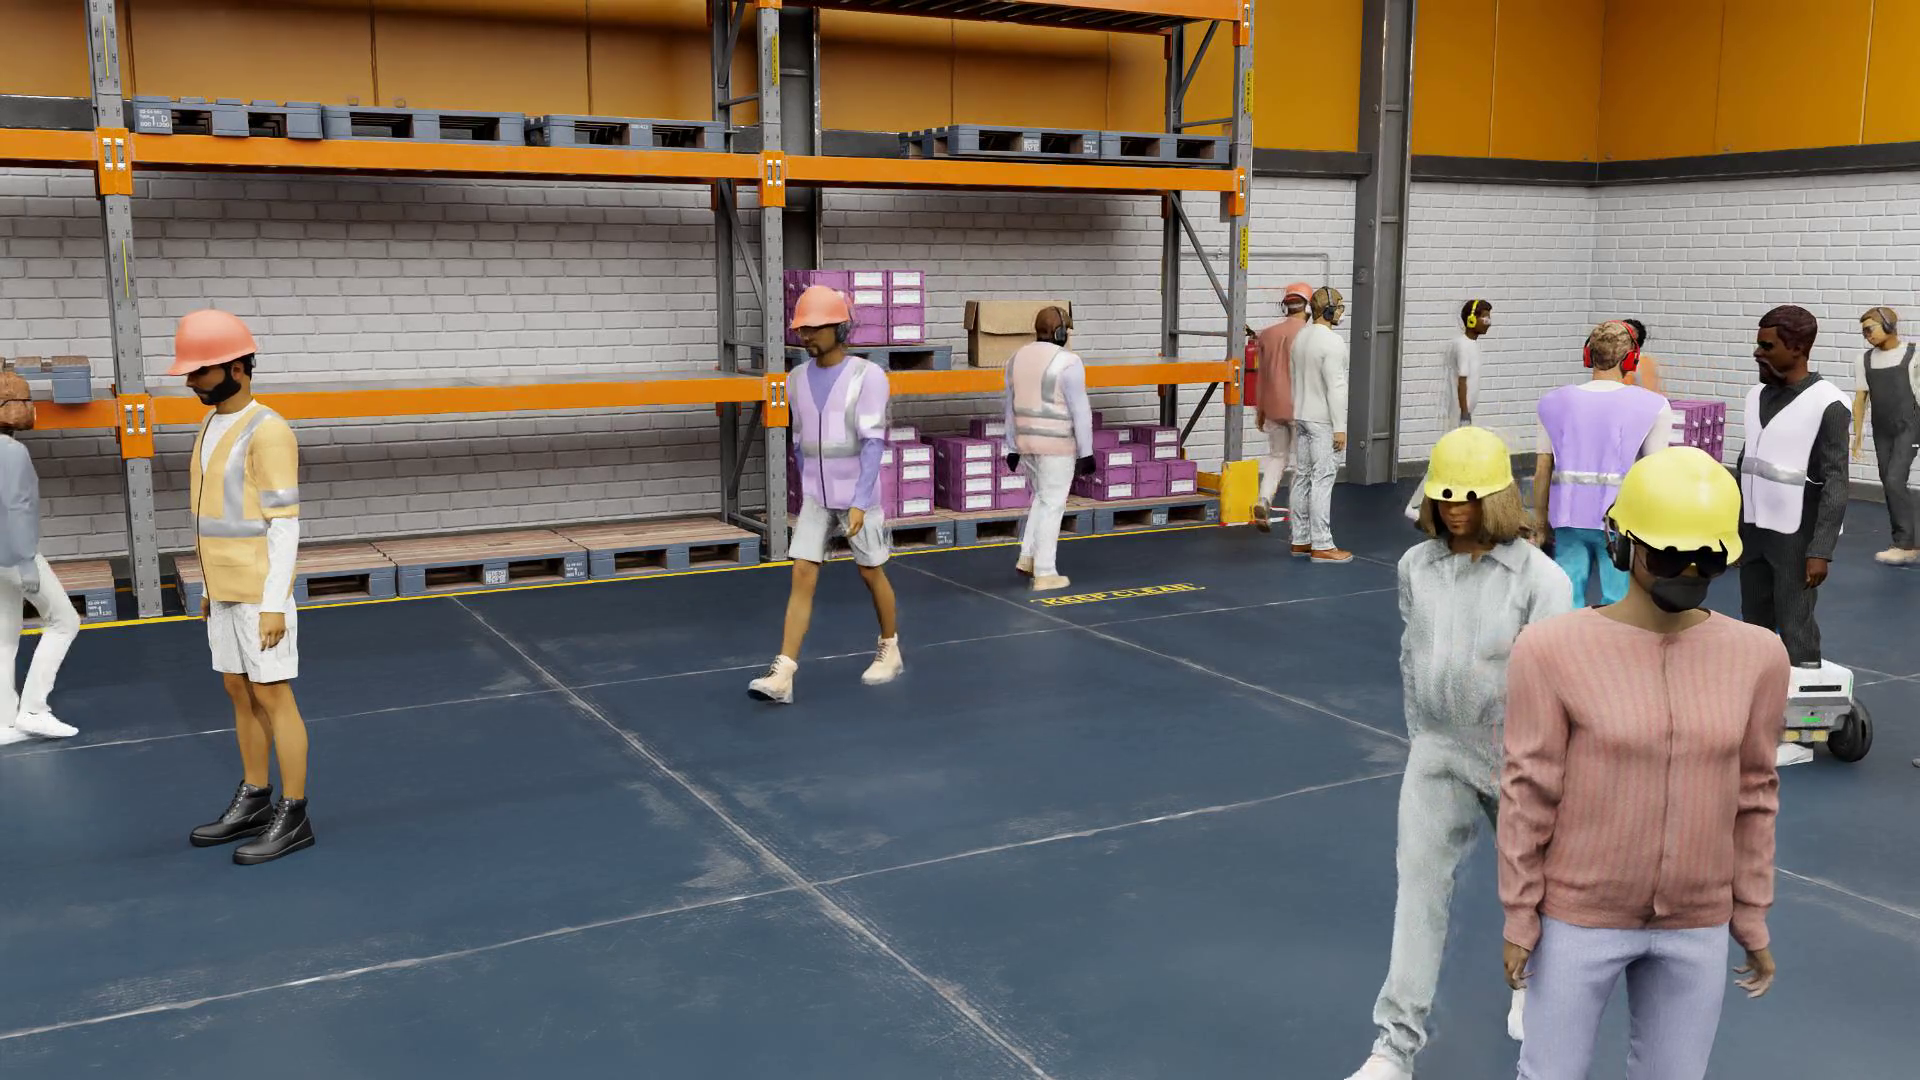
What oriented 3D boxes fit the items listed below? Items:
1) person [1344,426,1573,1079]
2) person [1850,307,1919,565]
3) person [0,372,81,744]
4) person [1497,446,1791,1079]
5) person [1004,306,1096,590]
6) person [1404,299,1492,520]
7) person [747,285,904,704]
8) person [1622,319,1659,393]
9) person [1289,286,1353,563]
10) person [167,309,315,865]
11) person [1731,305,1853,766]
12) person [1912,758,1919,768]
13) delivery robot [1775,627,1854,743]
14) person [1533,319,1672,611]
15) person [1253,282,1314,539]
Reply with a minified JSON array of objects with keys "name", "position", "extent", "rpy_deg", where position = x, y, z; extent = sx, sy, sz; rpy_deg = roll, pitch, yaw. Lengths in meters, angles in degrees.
[{"name":"person","position":[1.324,0.541,4.242],"extent":[0.500,1.684,0.930],"rpy_deg":[8,12,41]},{"name":"person","position":[6.514,-0.720,11.622],"extent":[0.601,1.793,0.610],"rpy_deg":[-5,11,-29]},{"name":"person","position":[-4.056,0.081,7.230],"extent":[0.522,1.618,0.425],"rpy_deg":[8,12,41]},{"name":"person","position":[1.249,0.700,3.067],"extent":[0.522,1.761,0.321],"rpy_deg":[0,9,-2]},{"name":"person","position":[0.580,-0.583,10.711],"extent":[0.451,1.825,0.632],"rpy_deg":[-7,12,-38]},{"name":"person","position":[4.029,-1.014,13.353],"extent":[0.879,1.834,0.535],"rpy_deg":[5,10,26]},{"name":"person","position":[-0.611,-0.219,7.990],"extent":[0.617,1.982,1.074],"rpy_deg":[5,11,29]},{"name":"person","position":[5.322,-0.882,12.938],"extent":[0.556,1.673,0.566],"rpy_deg":[-8,12,-40]},{"name":"person","position":[2.544,-0.812,11.738],"extent":[0.373,1.940,0.629],"rpy_deg":[-3,10,-17]},{"name":"person","position":[-2.519,0.165,5.813],"extent":[0.543,1.928,0.370],"rpy_deg":[8,12,40]},{"name":"person","position":[3.451,-0.017,6.959],"extent":[0.372,1.915,0.596],"rpy_deg":[-2,9,-9]},{"name":"person","position":[4.017,0.121,6.577],"extent":[0.319,1.767,0.534],"rpy_deg":[4,10,21]},{"name":"delivery robot","position":[3.500,0.582,7.162],"extent":[0.477,0.478,0.707],"rpy_deg":[-1,9,-4]},{"name":"person","position":[2.780,-0.032,7.263],"extent":[0.565,1.845,0.384],"rpy_deg":[7,12,36]},{"name":"person","position":[2.503,-0.972,12.653],"extent":[0.697,1.959,0.596],"rpy_deg":[8,13,42]}]
